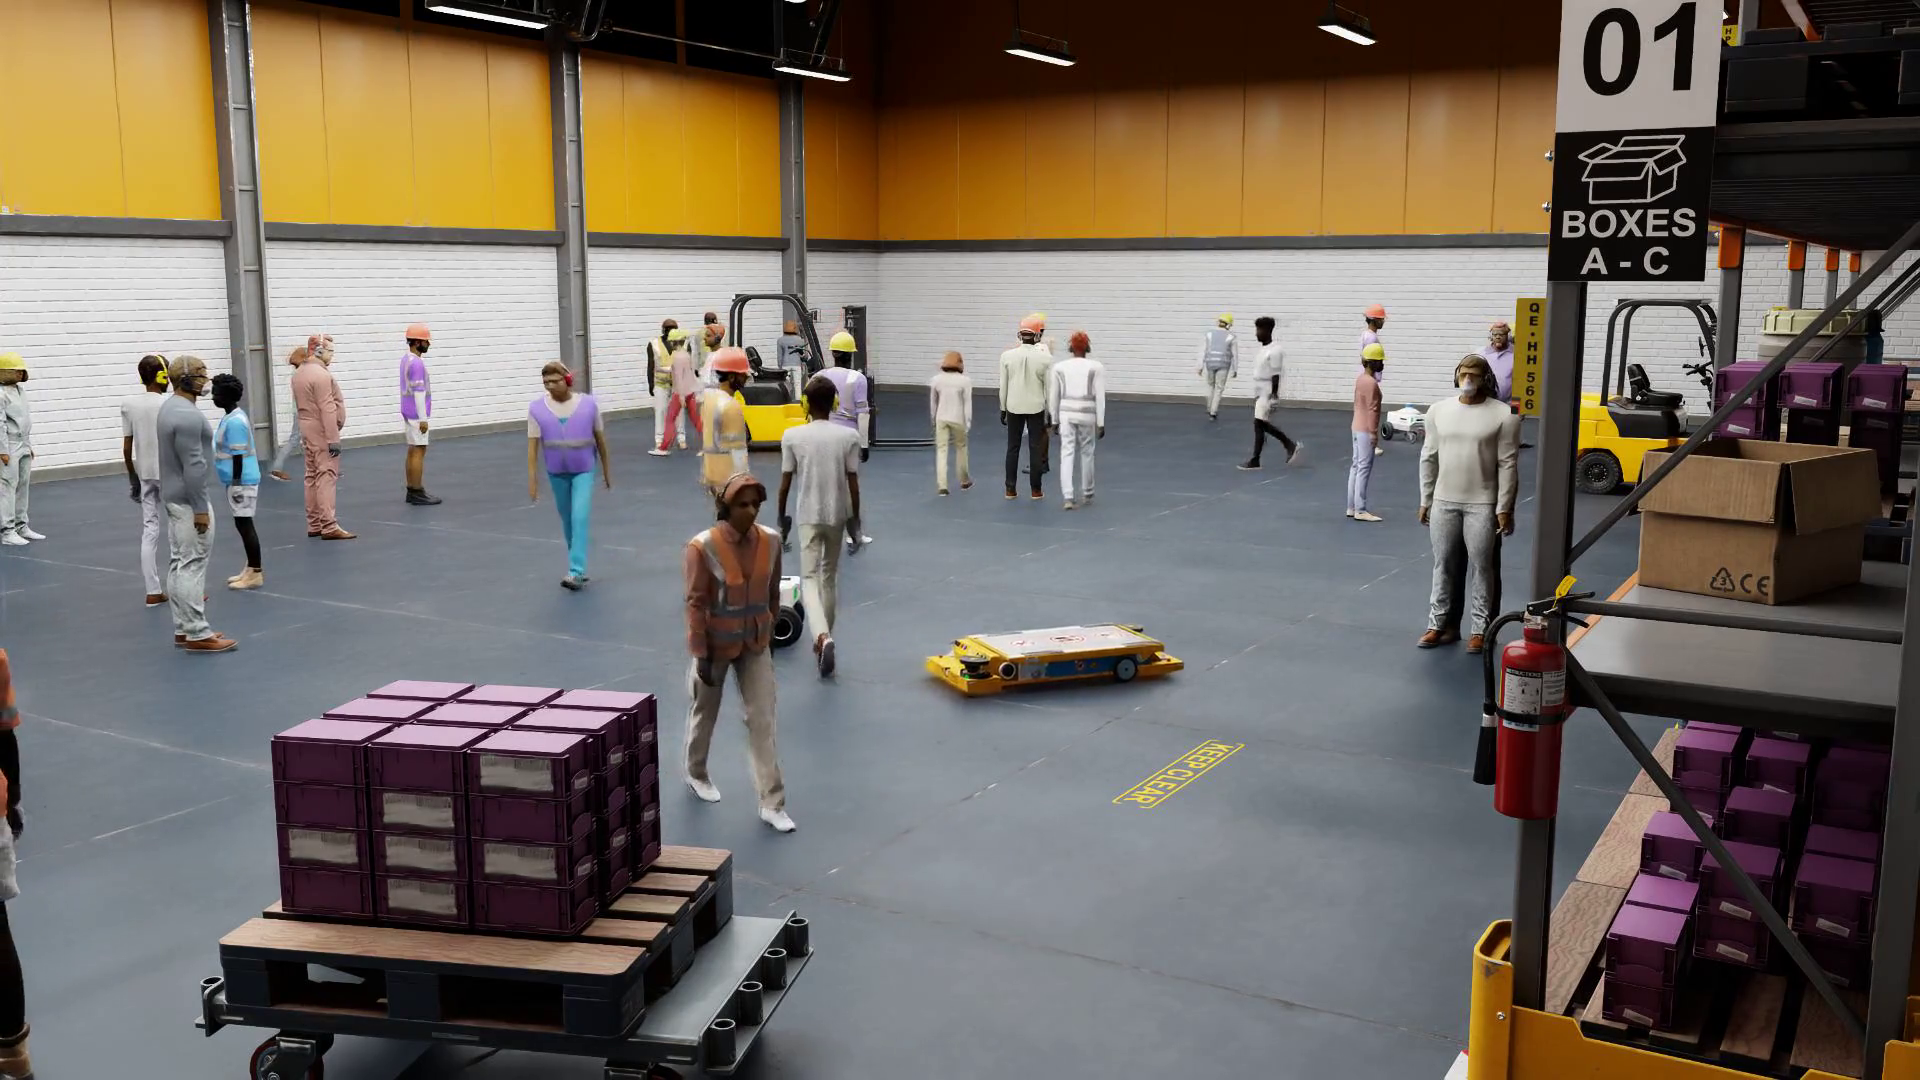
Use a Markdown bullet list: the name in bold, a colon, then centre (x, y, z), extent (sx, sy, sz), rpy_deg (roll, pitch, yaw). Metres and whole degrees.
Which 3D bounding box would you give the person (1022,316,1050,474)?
- **person**: centre (0.921, -1.778, 20.439), extent (0.376, 1.935, 0.550), rpy_deg (2, 9, 15)

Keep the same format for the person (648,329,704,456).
- **person**: centre (-3.727, -1.966, 22.308), extent (0.885, 1.717, 0.509), rpy_deg (2, 9, 14)

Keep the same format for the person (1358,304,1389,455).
- **person**: centre (5.598, -2.171, 22.568), extent (0.378, 2.040, 0.614), rpy_deg (1, 9, 7)

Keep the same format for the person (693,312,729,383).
- **person**: centre (-4.092, -2.856, 27.503), extent (0.657, 1.829, 0.450), rpy_deg (1, 9, 9)

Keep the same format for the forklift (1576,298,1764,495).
- **forklift**: centre (7.954, -1.589, 18.462), extent (2.313, 2.155, 1.214), rpy_deg (5, 11, 30)

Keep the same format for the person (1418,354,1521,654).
- **person**: centre (3.286, -0.235, 10.809), extent (0.632, 1.940, 0.372), rpy_deg (6, 11, 32)

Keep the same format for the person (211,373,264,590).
- **person**: centre (-5.628, -0.456, 12.969), extent (0.321, 1.693, 0.538), rpy_deg (-4, 10, -25)

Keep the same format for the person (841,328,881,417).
- **person**: centre (-1.781, -2.960, 28.132), extent (0.648, 1.854, 1.025), rpy_deg (7, 11, 36)

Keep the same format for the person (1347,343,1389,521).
- **person**: centre (4.073, -1.073, 16.576), extent (0.328, 1.767, 0.530), rpy_deg (0, 9, -1)

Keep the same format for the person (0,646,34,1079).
- **person**: centre (-3.059, 0.835, 4.947), extent (0.384, 1.678, 0.552), rpy_deg (8, 12, 41)

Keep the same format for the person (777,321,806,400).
- **person**: centre (-2.949, -3.016, 29.116), extent (0.500, 1.633, 0.283), rpy_deg (0, 9, -2)

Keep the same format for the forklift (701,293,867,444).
- **forklift**: centre (-2.458, -2.344, 23.176), extent (2.313, 2.155, 1.214), rpy_deg (0, 9, -2)

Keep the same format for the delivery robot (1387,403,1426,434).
- **delivery robot**: centre (6.554, -1.752, 24.286), extent (0.477, 0.478, 0.707), rpy_deg (-3, 10, -16)

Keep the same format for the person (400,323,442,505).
- **person**: centre (-5.753, -1.342, 17.725), extent (0.377, 1.932, 0.552), rpy_deg (-5, 10, -30)

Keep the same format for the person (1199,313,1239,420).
- **person**: centre (4.393, -2.914, 28.005), extent (0.626, 1.785, 0.810), rpy_deg (5, 10, 27)

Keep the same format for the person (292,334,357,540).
- **person**: centre (-5.891, -0.952, 15.402), extent (0.407, 1.902, 0.639), rpy_deg (-8, 12, -41)

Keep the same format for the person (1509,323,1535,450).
- **person**: centre (7.528, -2.110, 22.997), extent (0.918, 1.791, 0.602), rpy_deg (-1, 9, -5)

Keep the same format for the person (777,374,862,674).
- **person**: centre (-0.867, -0.107, 10.345), extent (0.524, 1.838, 0.854), rpy_deg (-2, 9, -14)

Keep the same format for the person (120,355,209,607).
- **person**: centre (-5.887, -0.429, 12.272), extent (0.518, 1.860, 0.327), rpy_deg (1, 9, 5)

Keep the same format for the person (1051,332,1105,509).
- **person**: centre (1.239, -1.261, 17.513), extent (0.601, 1.835, 0.971), rpy_deg (2, 9, 14)

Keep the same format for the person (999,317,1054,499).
- **person**: centre (0.732, -1.424, 18.102), extent (0.619, 1.989, 0.396), rpy_deg (2, 9, 13)

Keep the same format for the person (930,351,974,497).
- **person**: centre (-0.070, -1.300, 18.506), extent (0.514, 1.589, 0.846), rpy_deg (3, 10, 17)

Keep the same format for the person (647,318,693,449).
- **person**: centre (-4.048, -2.170, 23.238), extent (0.631, 1.838, 0.430), rpy_deg (-2, 9, -13)

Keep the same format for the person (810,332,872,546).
- **person**: centre (-1.074, -0.912, 15.063), extent (0.589, 1.928, 0.385), rpy_deg (5, 10, 27)

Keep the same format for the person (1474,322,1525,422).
- **person**: centre (6.142, -1.536, 19.026), extent (0.646, 1.907, 0.401), rpy_deg (4, 10, 21)

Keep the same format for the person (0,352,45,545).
- **person**: centre (-8.589, -0.834, 15.154), extent (0.320, 1.742, 0.492), rpy_deg (0, 9, -2)

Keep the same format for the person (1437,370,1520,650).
- **person**: centre (3.377, -0.203, 10.897), extent (0.529, 1.842, 0.363), rpy_deg (6, 11, 32)

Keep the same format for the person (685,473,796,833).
- **person**: centre (-1.042, 0.472, 7.500), extent (0.515, 1.587, 0.823), rpy_deg (-6, 11, -34)

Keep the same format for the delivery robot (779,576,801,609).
- **delivery robot**: centre (-1.420, 0.365, 11.075), extent (0.707, 0.478, 0.477), rpy_deg (-1, 9, -4)

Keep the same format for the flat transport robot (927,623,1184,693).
- **flat transport robot**: centre (0.580, 0.703, 10.138), extent (1.431, 0.197, 0.652), rpy_deg (-4, 10, -22)

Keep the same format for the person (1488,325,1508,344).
- **person**: centre (6.526, -1.683, 20.154), extent (0.672, 1.858, 1.009), rpy_deg (3, 9, 16)

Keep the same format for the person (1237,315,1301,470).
- **person**: centre (3.911, -1.844, 20.872), extent (0.811, 1.939, 0.607), rpy_deg (-2, 9, -10)

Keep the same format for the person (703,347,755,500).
- **person**: centre (-1.681, -0.461, 12.268), extent (0.391, 1.921, 0.560), rpy_deg (-4, 10, -24)

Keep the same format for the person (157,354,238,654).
- **person**: centre (-4.993, -0.234, 10.797), extent (0.375, 1.939, 0.628), rpy_deg (-6, 11, -35)

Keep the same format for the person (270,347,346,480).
- **person**: centre (-7.841, -1.504, 19.819), extent (0.864, 1.589, 0.518), rpy_deg (-5, 10, -28)

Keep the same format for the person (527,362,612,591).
- **person**: centre (-3.043, -0.504, 12.975), extent (0.628, 1.769, 0.953), rpy_deg (-1, 9, -5)

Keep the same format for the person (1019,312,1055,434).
- **person**: centre (1.098, -2.428, 24.599), extent (0.604, 1.903, 0.701), rpy_deg (-6, 11, -32)

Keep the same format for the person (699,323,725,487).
- **person**: centre (-2.808, -1.549, 19.179), extent (0.356, 1.884, 0.574), rpy_deg (-5, 10, -27)
